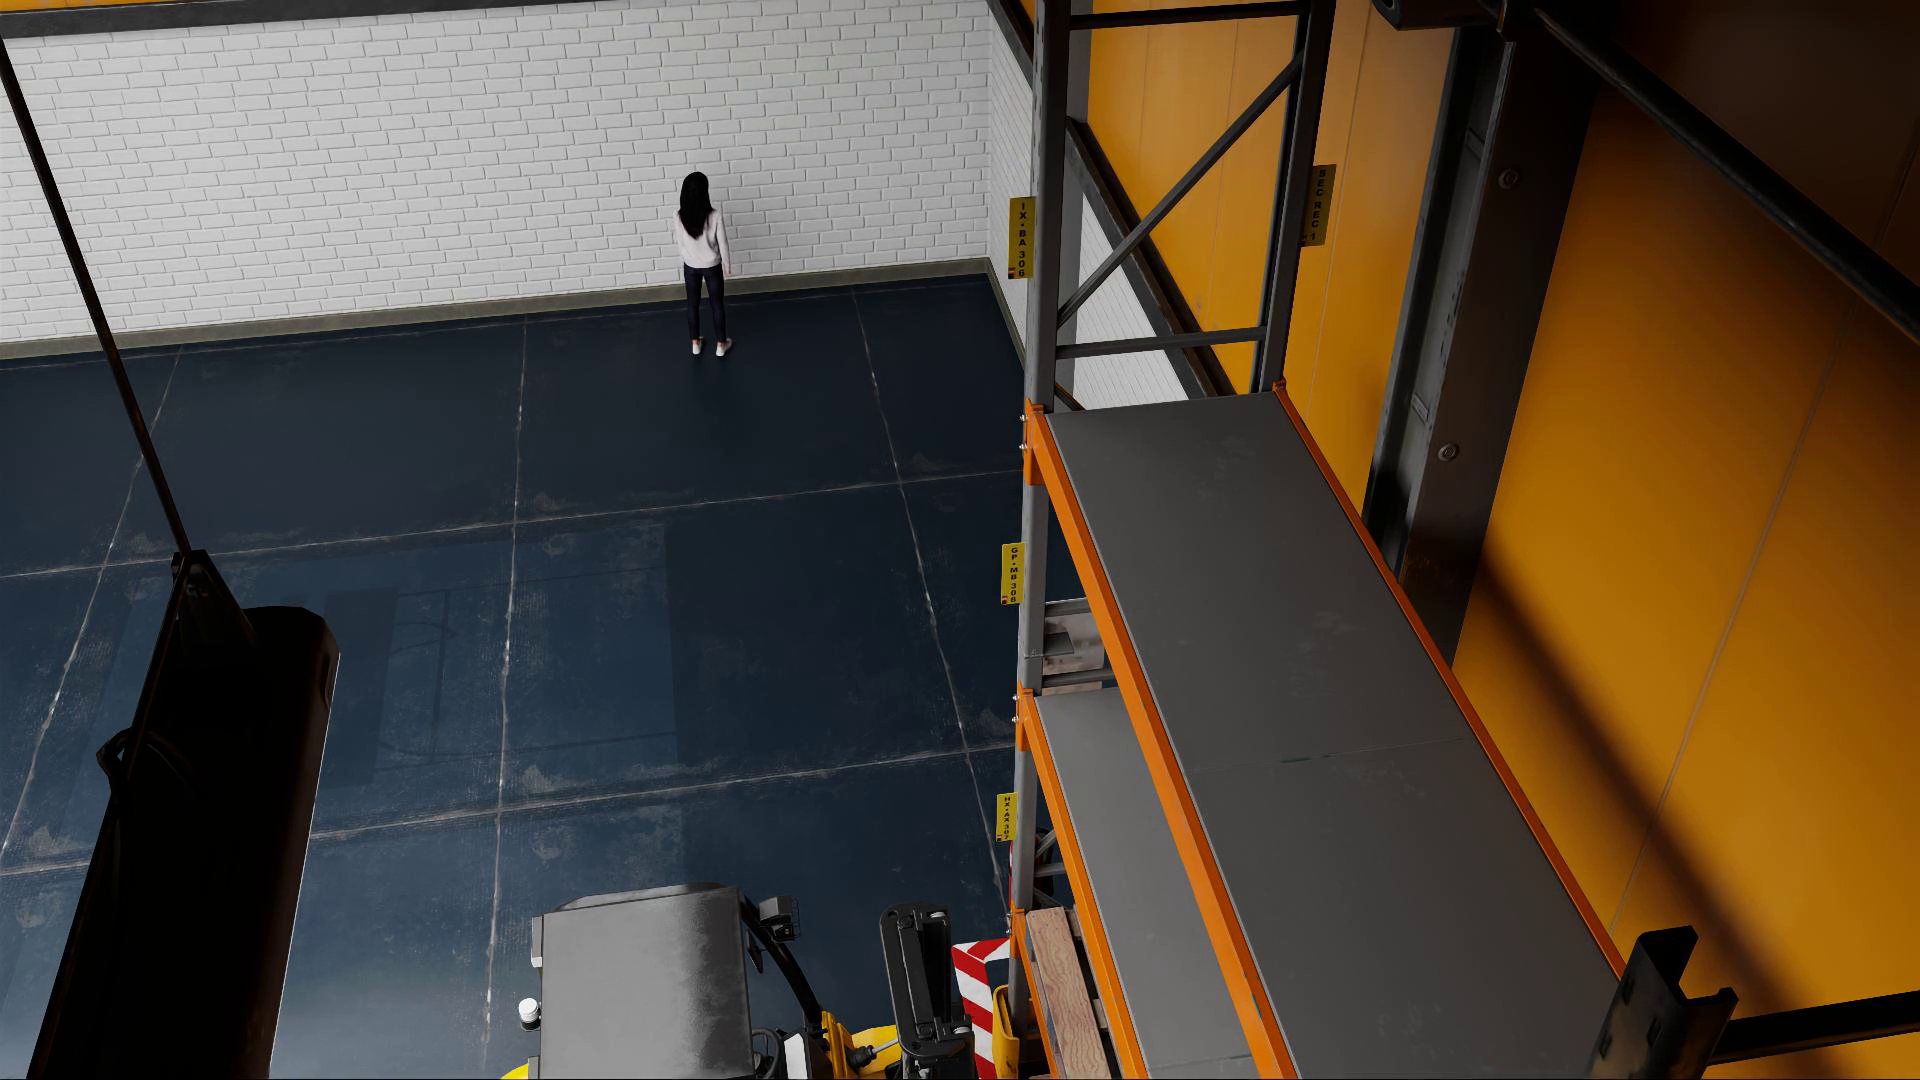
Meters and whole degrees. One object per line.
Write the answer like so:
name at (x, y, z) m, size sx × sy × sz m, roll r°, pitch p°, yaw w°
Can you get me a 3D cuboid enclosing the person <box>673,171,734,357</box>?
person at (-2.208, -2.358, 14.228) m, size 0.666 × 1.701 × 0.642 m, roll 5°, pitch 39°, yaw 6°
